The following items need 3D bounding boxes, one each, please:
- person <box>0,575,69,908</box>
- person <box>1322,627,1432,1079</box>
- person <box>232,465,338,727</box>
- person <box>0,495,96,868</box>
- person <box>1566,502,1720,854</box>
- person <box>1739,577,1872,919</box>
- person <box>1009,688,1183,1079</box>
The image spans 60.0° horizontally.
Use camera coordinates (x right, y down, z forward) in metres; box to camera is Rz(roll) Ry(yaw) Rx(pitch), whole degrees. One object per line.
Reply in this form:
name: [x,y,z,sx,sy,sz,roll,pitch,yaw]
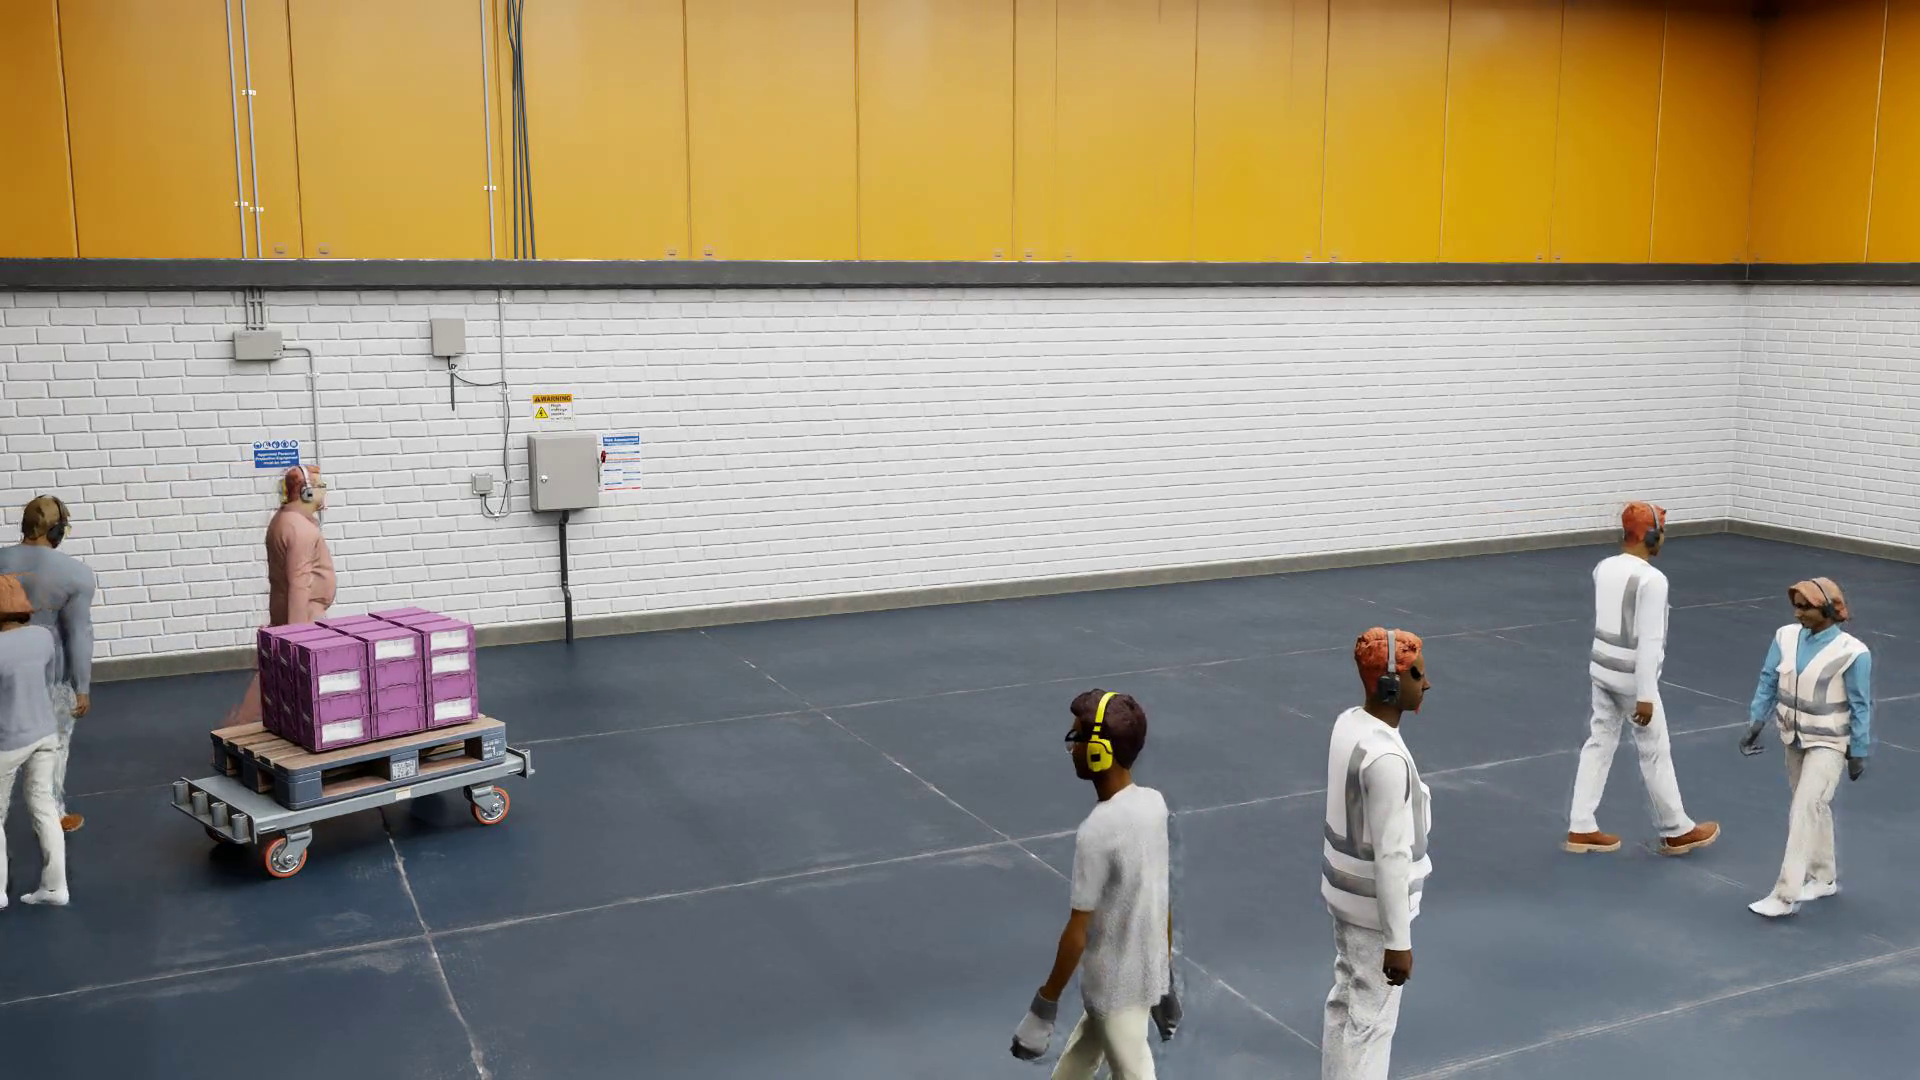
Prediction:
person: [-4.553,0.964,7.916,0.586,1.609,0.535,2,9,15]
person: [1.380,1.217,5.511,0.347,1.881,0.584,0,9,-1]
person: [-4.121,0.459,10.315,1.000,1.859,0.662,-6,11,-34]
person: [-4.810,0.726,8.562,0.689,1.894,0.893,0,9,-2]
person: [3.554,0.723,8.647,0.802,1.853,0.606,-2,9,-11]
person: [3.950,0.978,7.861,0.774,1.606,0.502,-3,10,-18]
person: [0.474,1.346,4.928,0.989,1.823,0.533,4,10,22]
